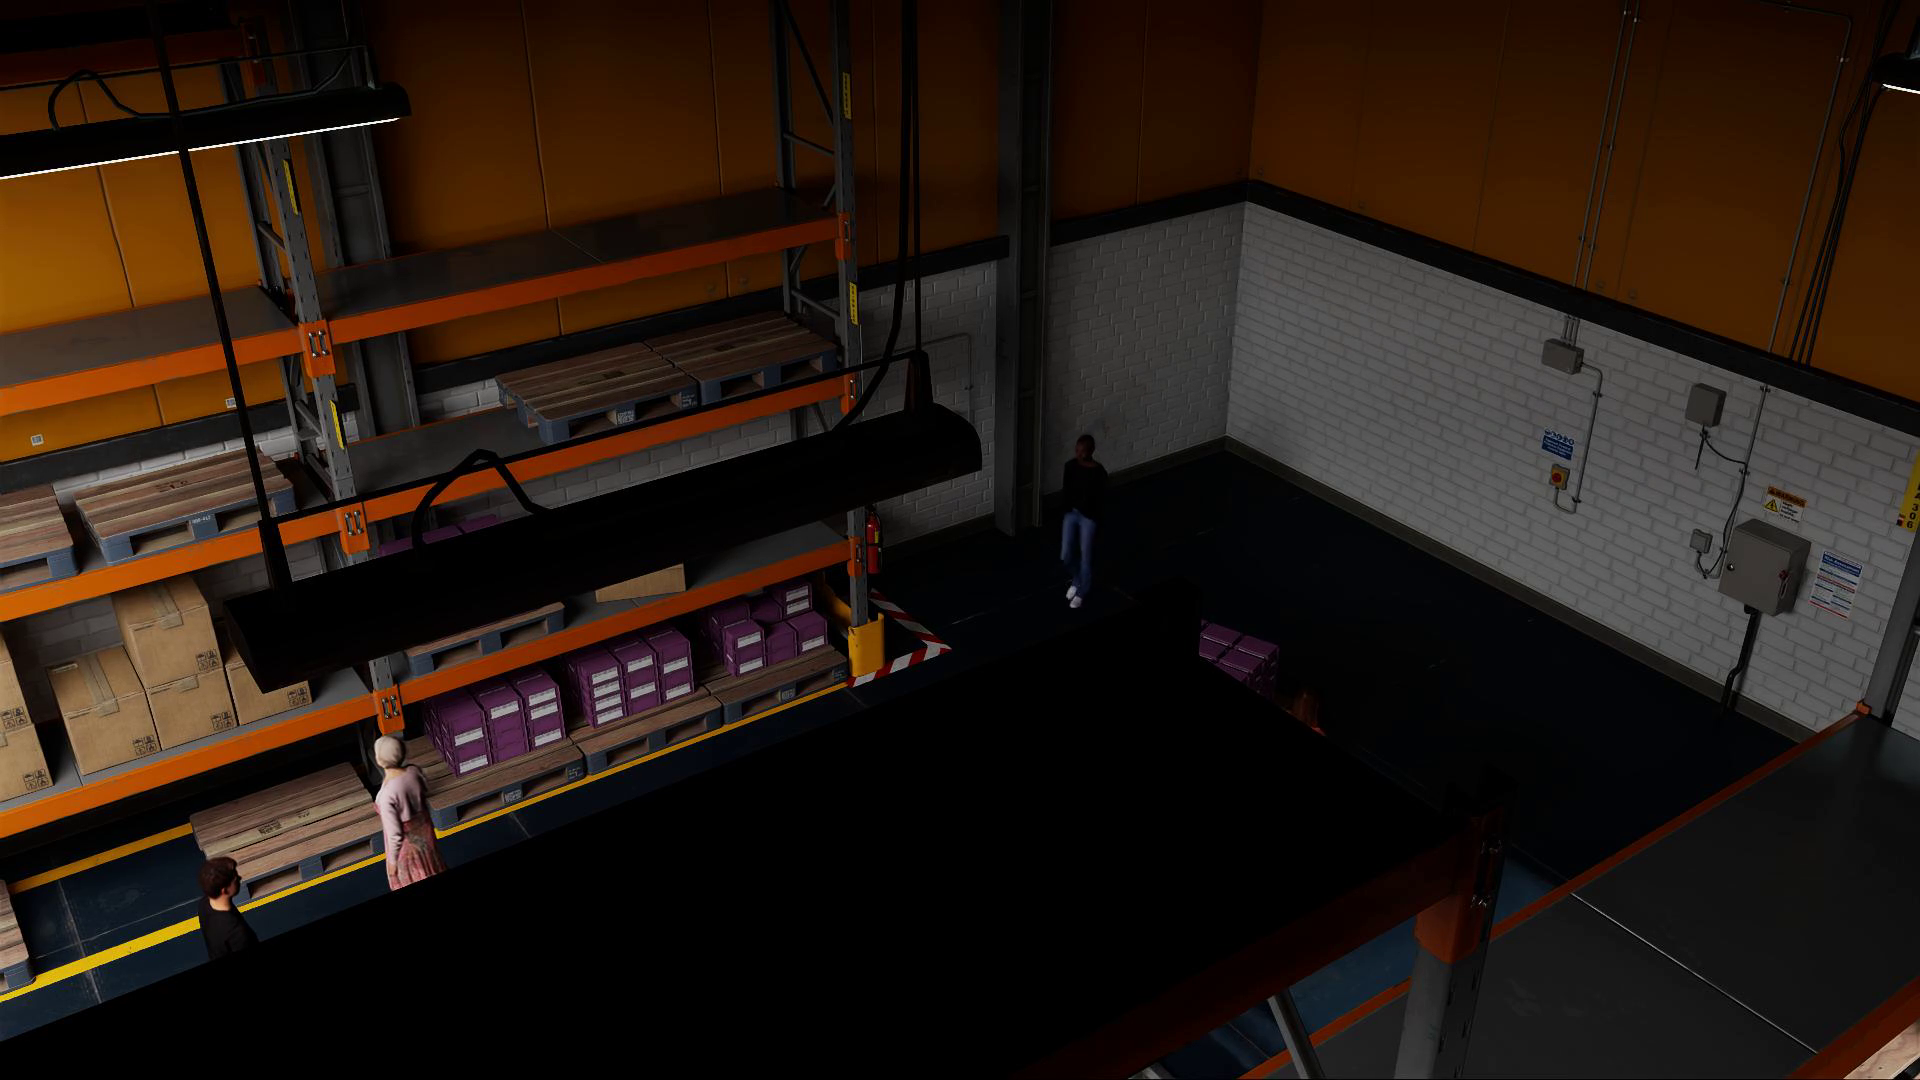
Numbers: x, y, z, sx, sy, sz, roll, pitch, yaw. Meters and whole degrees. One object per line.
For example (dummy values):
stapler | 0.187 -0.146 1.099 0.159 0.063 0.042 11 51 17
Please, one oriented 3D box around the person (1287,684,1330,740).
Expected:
person | 2.365 1.735 11.676 0.561 1.701 0.625 -21 35 -34

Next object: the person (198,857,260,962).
person | -4.265 2.648 9.838 0.696 1.858 0.631 24 37 37

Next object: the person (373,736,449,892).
person | -3.674 2.030 11.145 0.766 1.690 0.691 8 30 15

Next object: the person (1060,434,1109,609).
person | 1.160 -0.211 15.203 0.713 1.739 0.730 16 33 27
